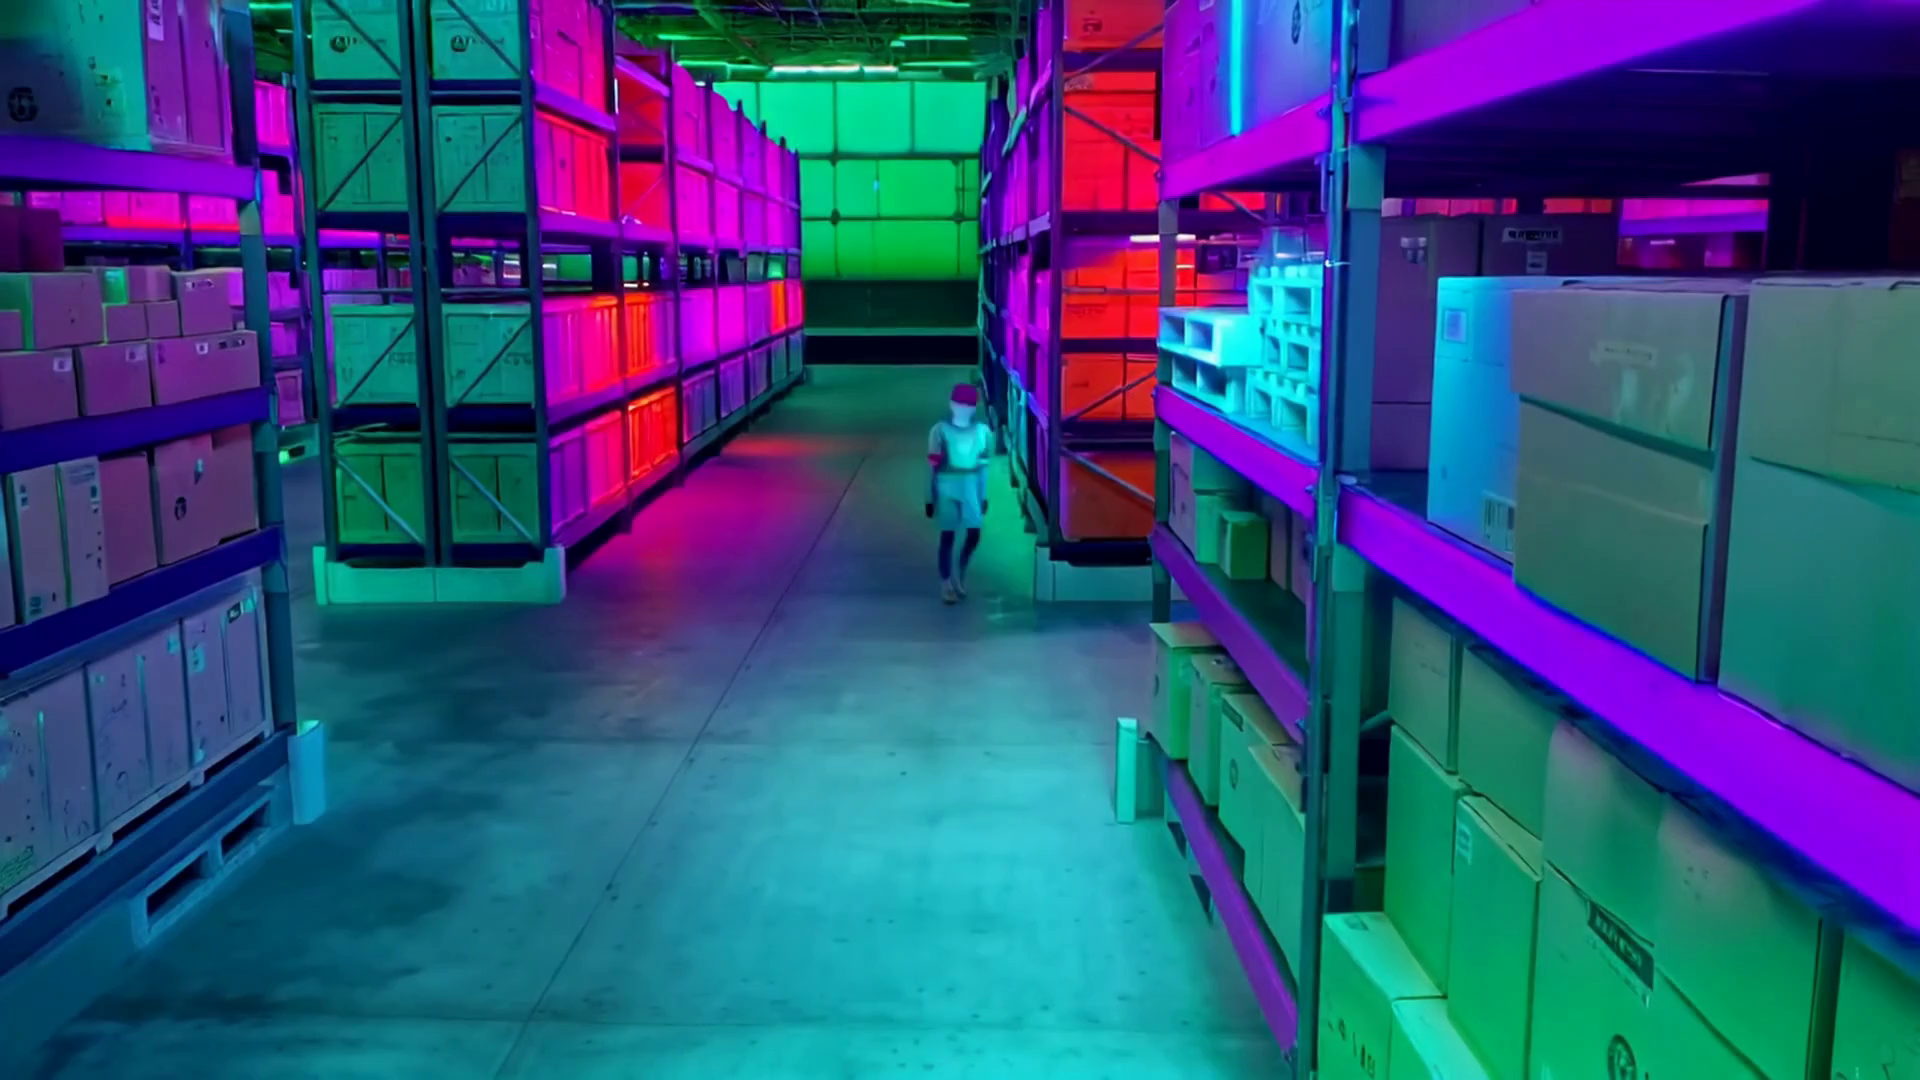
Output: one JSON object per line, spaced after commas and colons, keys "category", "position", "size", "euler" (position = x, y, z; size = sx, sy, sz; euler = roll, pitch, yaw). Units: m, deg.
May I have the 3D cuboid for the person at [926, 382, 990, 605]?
{"category": "person", "position": [-0.025, -0.412, 15.022], "size": [0.670, 2.016, 0.435], "euler": [-3, 10, -18]}
